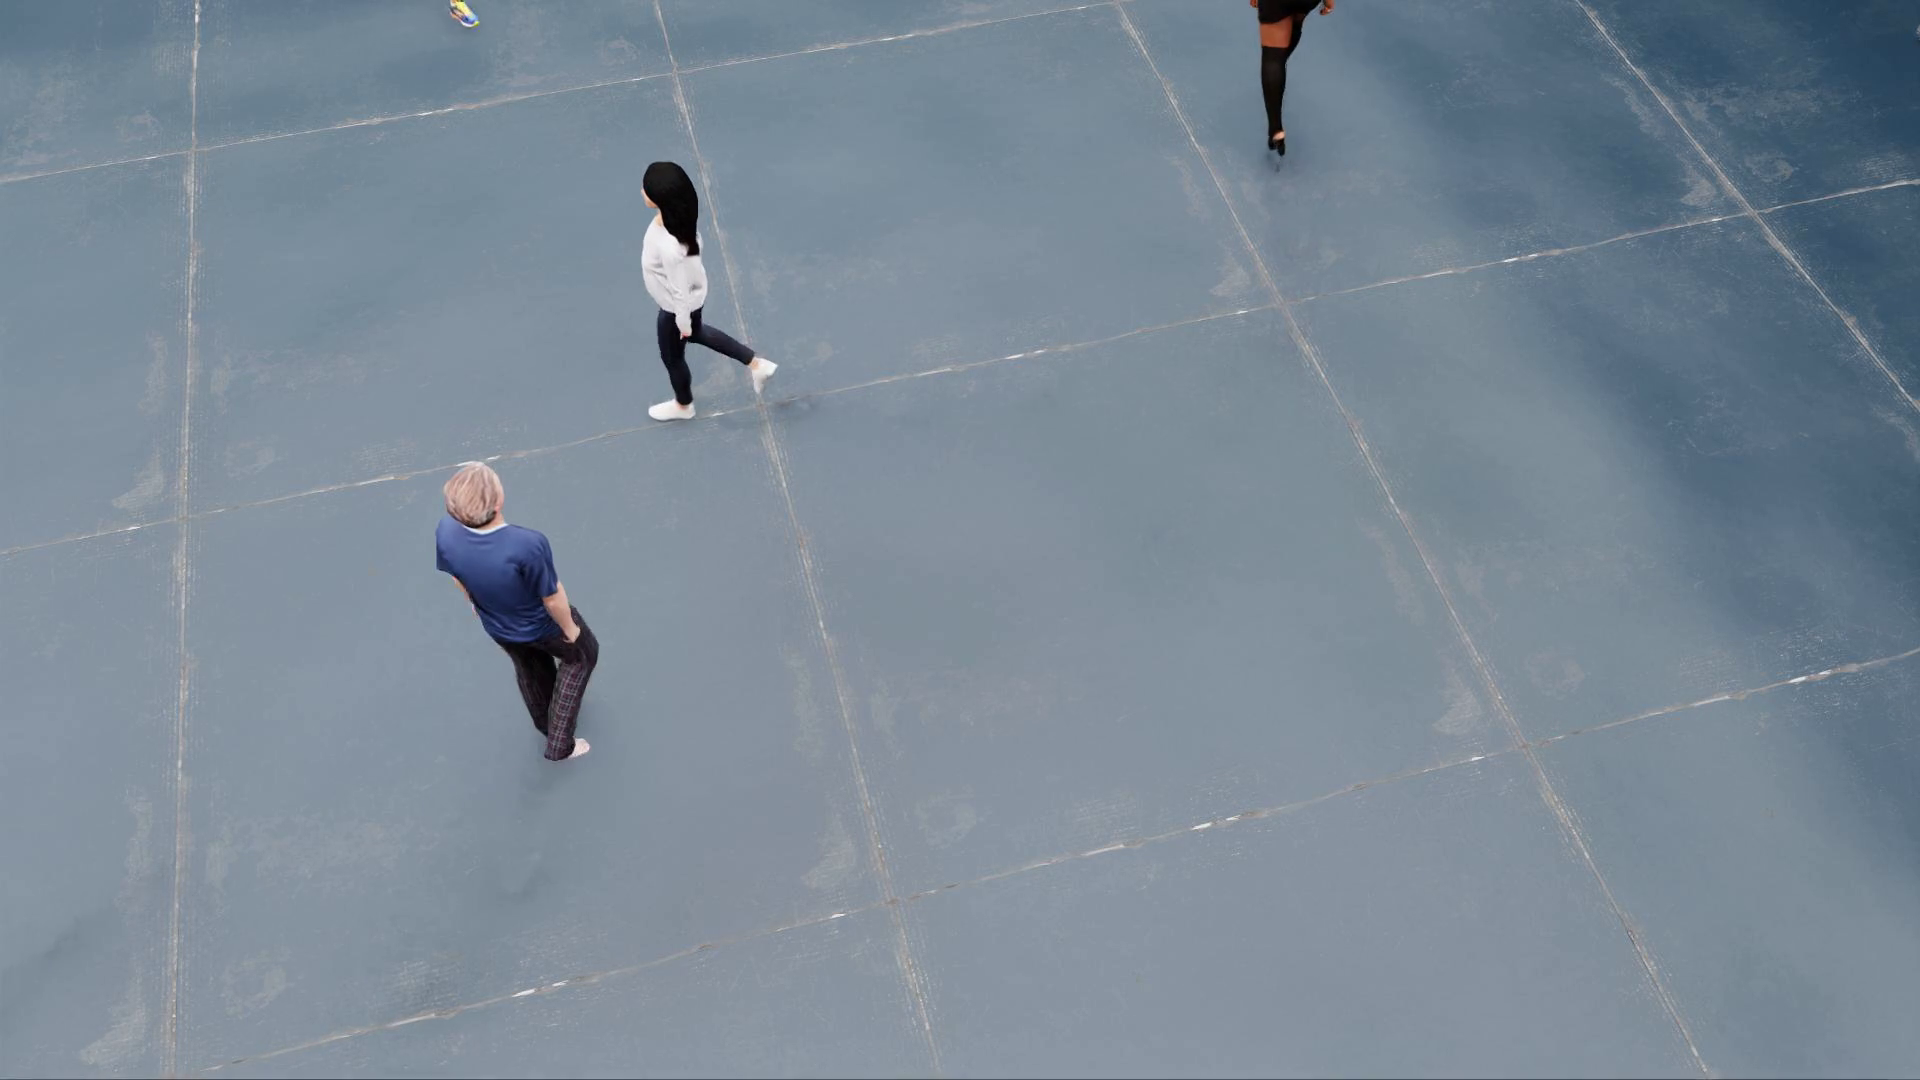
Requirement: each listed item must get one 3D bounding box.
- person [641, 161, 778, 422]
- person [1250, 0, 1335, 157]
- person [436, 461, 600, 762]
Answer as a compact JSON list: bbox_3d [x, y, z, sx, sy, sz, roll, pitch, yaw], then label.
[{"bbox_3d":[-1.302,-1.210,8.268,0.830,1.687,0.940,-1,52,-1],"label":"person"},{"bbox_3d":[1.926,-3.099,9.658,0.796,1.803,1.232,-3,52,-2],"label":"person"},{"bbox_3d":[-1.838,0.387,6.920,0.823,1.864,0.866,13,53,10],"label":"person"}]
